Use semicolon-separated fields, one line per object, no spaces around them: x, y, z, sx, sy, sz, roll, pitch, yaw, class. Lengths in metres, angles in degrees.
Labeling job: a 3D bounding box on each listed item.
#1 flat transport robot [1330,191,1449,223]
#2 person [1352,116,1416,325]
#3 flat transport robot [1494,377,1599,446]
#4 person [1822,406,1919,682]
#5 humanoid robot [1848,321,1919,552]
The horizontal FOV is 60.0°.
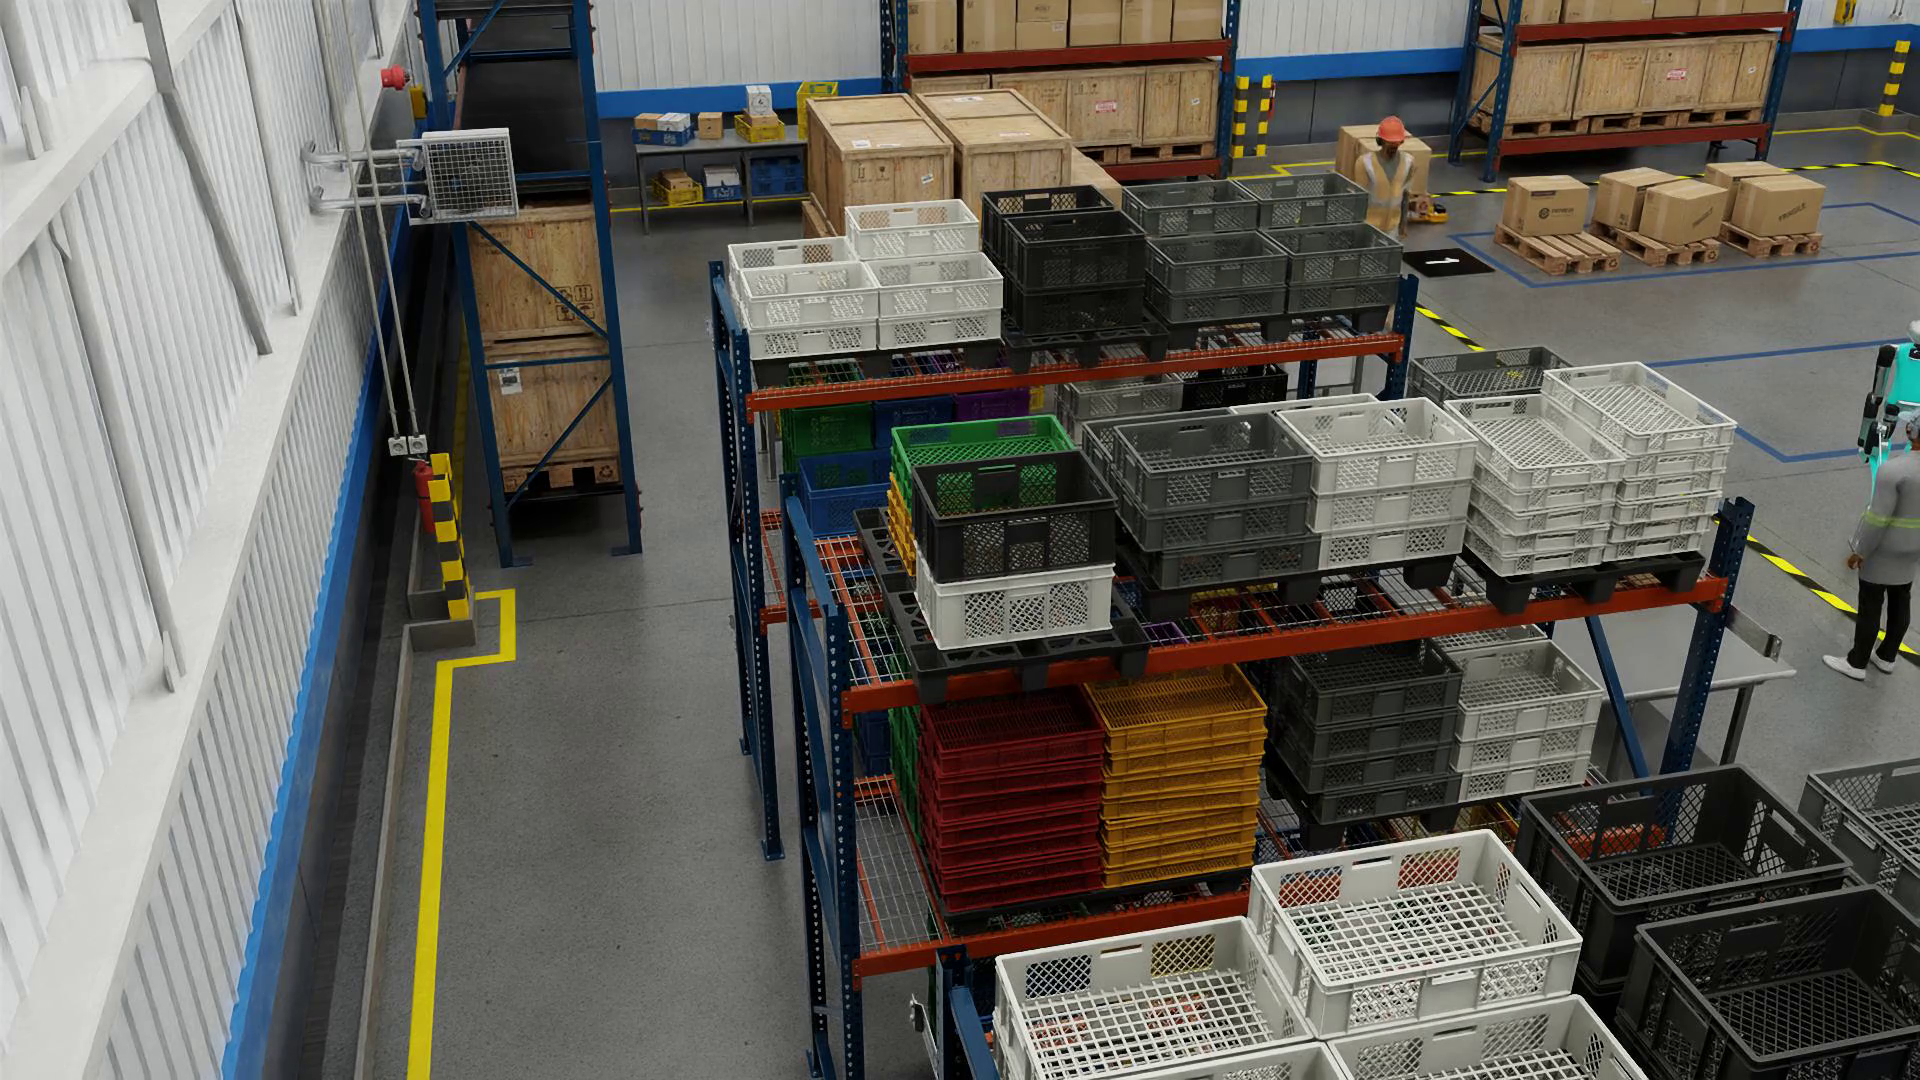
4.889;-3.869;19.357;1.431;0.197;0.652;-3;28;-6;flat transport robot
4.020;-3.034;15.904;0.613;2.040;0.389;-5;28;-10;person
4.780;-1.036;14.013;0.659;0.231;1.431;-6;28;-12;flat transport robot
5.790;0.005;10.339;0.597;1.850;0.397;-8;29;-15;person
6.519;-0.634;11.536;0.533;1.673;0.735;13;30;23;humanoid robot
